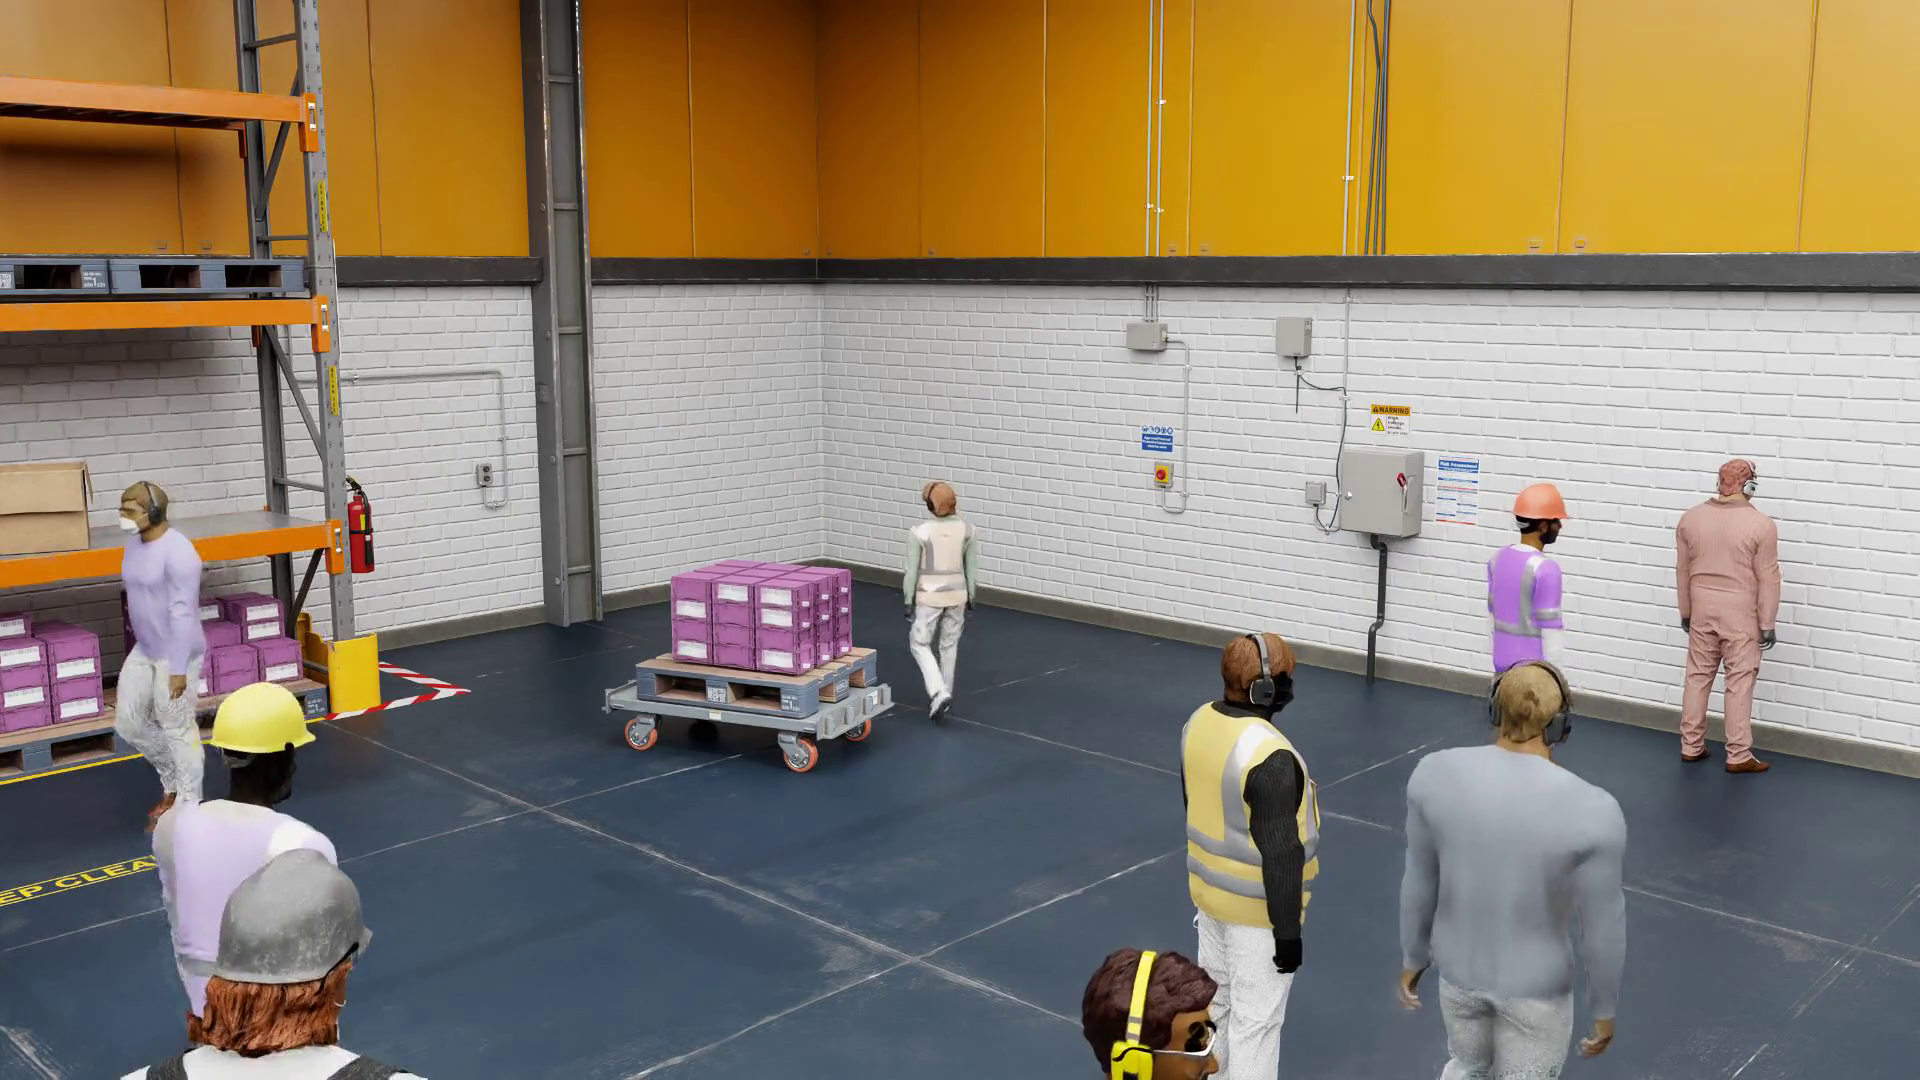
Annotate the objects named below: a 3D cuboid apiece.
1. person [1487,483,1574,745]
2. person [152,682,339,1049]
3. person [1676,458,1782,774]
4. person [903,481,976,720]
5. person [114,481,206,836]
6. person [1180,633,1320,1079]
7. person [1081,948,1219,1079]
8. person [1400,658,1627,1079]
[{"bbox_3d":[2.975,0.663,8.676,0.365,1.935,0.552,-2,10,-14],"label":"person"},{"bbox_3d":[-1.975,1.340,4.620,0.587,1.904,0.824,2,10,14],"label":"person"},{"bbox_3d":[4.656,0.454,10.069,0.409,1.904,0.640,-6,11,-34],"label":"person"},{"bbox_3d":[-0.127,0.414,11.161,0.533,1.625,0.594,-4,10,-23],"label":"person"},{"bbox_3d":[-4.273,0.639,8.893,0.629,1.926,0.433,6,11,34],"label":"person"},{"bbox_3d":[0.980,1.214,5.590,0.429,1.844,0.625,-3,10,-19],"label":"person"},{"bbox_3d":[0.297,1.626,3.007,0.324,1.866,0.499,3,10,20],"label":"person"},{"bbox_3d":[1.625,1.286,4.907,0.650,1.920,0.431,8,12,39],"label":"person"}]
